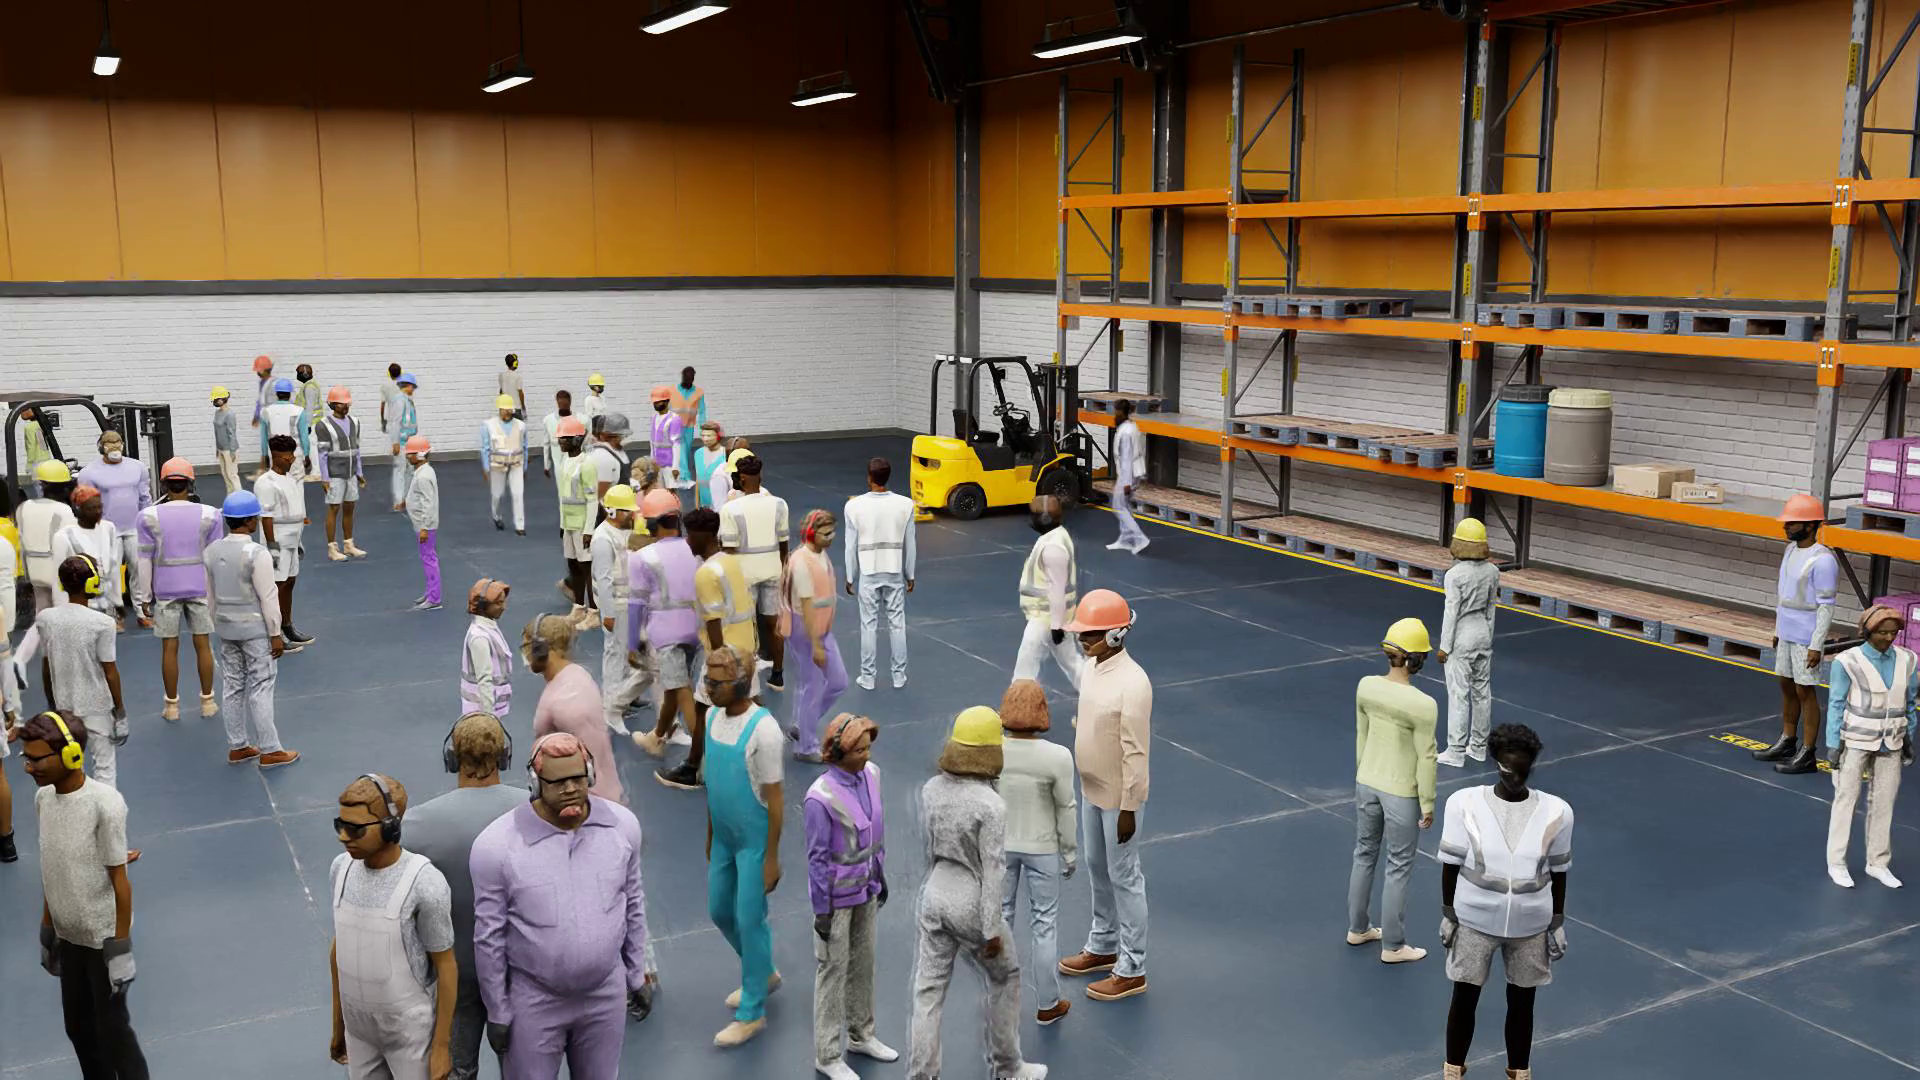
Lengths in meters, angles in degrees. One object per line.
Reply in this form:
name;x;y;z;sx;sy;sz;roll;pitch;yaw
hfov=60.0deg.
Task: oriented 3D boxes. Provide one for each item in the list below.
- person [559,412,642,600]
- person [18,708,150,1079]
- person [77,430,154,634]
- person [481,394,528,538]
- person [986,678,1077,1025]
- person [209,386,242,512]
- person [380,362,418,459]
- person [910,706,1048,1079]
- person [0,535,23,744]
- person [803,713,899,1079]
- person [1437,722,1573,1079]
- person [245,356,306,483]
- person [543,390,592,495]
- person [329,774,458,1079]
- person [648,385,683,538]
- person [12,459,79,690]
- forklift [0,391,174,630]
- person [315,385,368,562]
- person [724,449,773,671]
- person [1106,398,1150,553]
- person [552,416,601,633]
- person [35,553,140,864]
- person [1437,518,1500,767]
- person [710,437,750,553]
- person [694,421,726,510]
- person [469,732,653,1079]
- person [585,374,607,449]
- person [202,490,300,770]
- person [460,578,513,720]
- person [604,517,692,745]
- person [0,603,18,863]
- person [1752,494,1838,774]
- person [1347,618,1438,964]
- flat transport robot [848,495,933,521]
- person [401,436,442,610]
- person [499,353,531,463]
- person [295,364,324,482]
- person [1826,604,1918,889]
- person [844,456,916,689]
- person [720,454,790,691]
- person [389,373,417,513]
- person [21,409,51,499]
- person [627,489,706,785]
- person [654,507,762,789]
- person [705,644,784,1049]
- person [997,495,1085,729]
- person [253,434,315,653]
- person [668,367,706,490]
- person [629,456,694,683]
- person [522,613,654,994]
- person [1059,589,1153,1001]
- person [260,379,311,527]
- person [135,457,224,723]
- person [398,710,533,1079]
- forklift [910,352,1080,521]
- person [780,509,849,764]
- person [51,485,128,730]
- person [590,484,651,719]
person;-3.594;-0.332;16.777;0.865;2.000;0.706;1;10;6
person;-3.384;1.555;6.451;0.532;1.856;0.330;5;11;29
person;-7.915;-0.078;15.655;0.383;1.929;0.635;9;13;42
person;-5.763;-0.957;21.063;0.593;1.812;0.815;-5;11;-27
person;0.301;1.443;7.727;0.500;1.633;0.286;3;10;18
person;-10.060;-1.231;22.774;0.339;1.761;0.528;-9;14;-43
person;-8.815;-1.861;26.126;0.571;1.848;0.544;-3;10;-15
person;0.065;1.530;6.973;0.509;1.703;0.748;9;14;43
person;-7.107;0.584;11.993;0.693;1.869;0.567;0;10;1
person;-0.491;1.536;7.199;0.321;1.631;0.527;5;11;29
person;2.226;1.567;6.832;0.533;1.696;0.319;2;10;9
person;-10.739;-1.899;26.023;0.944;1.992;0.734;-8;13;-39
person;-4.978;-1.000;21.146;0.610;1.874;0.931;-2;10;-13
person;-1.956;1.688;5.705;0.516;1.844;0.332;5;11;24
person;-3.701;-0.971;20.780;0.387;1.930;0.545;-10;14;-44
person;-7.416;0.304;13.494;0.609;1.905;0.688;2;10;13
forklift;-9.026;-0.363;16.508;1.214;2.155;2.313;6;11;29
person;-7.162;-0.777;19.329;0.397;2.043;0.609;5;11;26
person;-1.819;0.168;14.266;0.393;1.919;0.581;-10;14;-44
person;2.009;-0.760;19.736;0.558;1.879;0.687;3;10;15
person;-3.636;-0.149;15.717;0.374;2.043;0.611;-8;13;-39
person;-5.059;1.001;9.626;0.511;1.862;0.325;2;10;9
person;3.530;0.710;11.630;0.487;1.744;0.297;-6;12;-31
person;-2.133;-0.073;15.900;0.429;1.833;0.630;4;11;21
person;-2.543;-0.327;17.365;0.563;1.831;0.444;7;12;36
person;-1.399;1.615;5.952;0.640;1.910;0.401;-7;12;-34
person;-5.401;-1.593;24.826;0.311;1.768;0.531;3;10;15
person;-4.940;0.623;11.541;0.602;1.948;0.387;4;11;24
person;-2.845;1.040;10.032;0.314;1.639;0.515;-2;10;-13
person;-2.292;0.640;12.126;0.773;1.716;0.497;1;10;8
person;-5.790;0.966;9.637;0.550;1.925;0.390;-9;13;-42
person;5.751;0.645;11.447;0.375;1.935;0.551;0;10;-1
person;2.215;1.258;8.439;0.347;1.756;0.518;-6;12;-33
flat transport robot;-0.970;-0.446;22.520;0.652;0.197;1.431;-5;11;-26
person;-5.402;-0.175;16.701;0.338;1.748;0.575;-3;10;-18
person;-7.548;-2.216;28.117;0.530;1.869;0.315;5;11;25
person;-10.170;-1.832;26.006;0.430;1.838;0.624;-4;10;-20
person;5.125;1.157;9.381;0.524;1.630;0.324;-1;10;-6
person;-0.652;0.273;13.639;0.591;1.922;0.392;-2;10;-12
person;-1.670;0.281;13.476;0.609;1.958;0.398;-6;12;-32
person;-7.713;-1.336;22.987;0.376;1.910;0.778;-1;10;-6
person;-12.143;-1.019;21.899;0.278;1.633;0.498;0;10;-3
person;-1.966;0.641;11.357;0.611;1.971;1.117;-10;14;-44
person;-1.610;0.733;11.069;0.833;1.909;0.641;3;10;16
person;-0.986;1.366;7.590;0.541;1.842;0.447;9;13;43
person;0.679;0.545;12.449;0.972;1.795;0.643;1;10;6
person;-6.085;0.022;14.970;0.380;1.958;0.601;0;10;0
person;-4.139;-1.672;25.094;0.606;1.834;0.985;-3;10;-19
person;-2.505;0.255;13.785;0.423;1.920;0.641;-8;12;-38
person;-1.789;1.281;7.888;0.667;1.894;0.645;-1;10;-6
person;0.711;1.213;8.051;0.397;1.987;0.610;-4;10;-20
person;-8.774;-1.129;21.665;0.616;1.939;0.421;0;10;0
person;-5.939;0.378;12.727;0.614;2.031;0.402;-6;11;-30
person;-1.743;1.575;6.128;0.636;1.930;0.372;-5;11;-26
forklift;0.460;-1.461;22.833;2.313;2.155;1.214;-5;11;-28
person;-1.014;0.678;11.604;0.451;1.817;0.562;3;10;14
person;-6.598;0.500;12.577;0.678;1.852;0.592;1;10;8
person;-2.619;0.470;12.805;0.403;1.820;0.602;1;10;7
